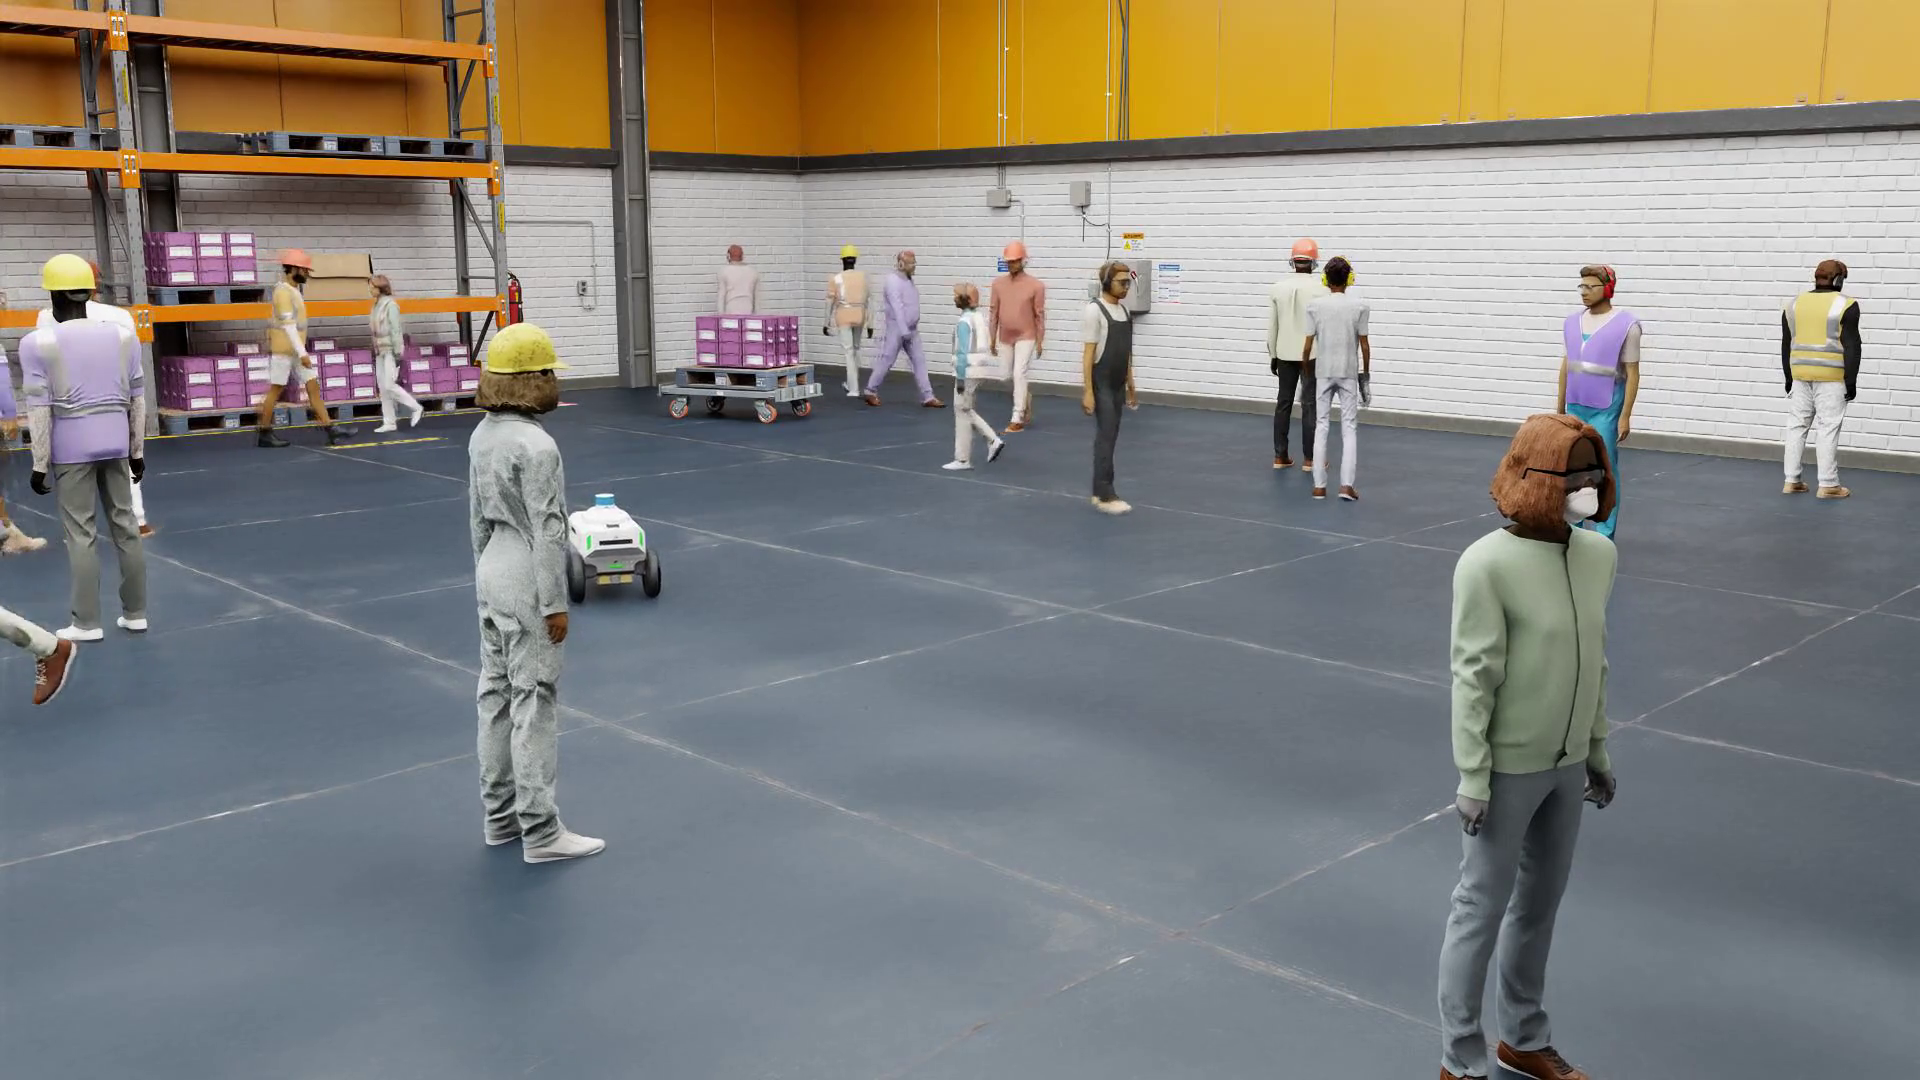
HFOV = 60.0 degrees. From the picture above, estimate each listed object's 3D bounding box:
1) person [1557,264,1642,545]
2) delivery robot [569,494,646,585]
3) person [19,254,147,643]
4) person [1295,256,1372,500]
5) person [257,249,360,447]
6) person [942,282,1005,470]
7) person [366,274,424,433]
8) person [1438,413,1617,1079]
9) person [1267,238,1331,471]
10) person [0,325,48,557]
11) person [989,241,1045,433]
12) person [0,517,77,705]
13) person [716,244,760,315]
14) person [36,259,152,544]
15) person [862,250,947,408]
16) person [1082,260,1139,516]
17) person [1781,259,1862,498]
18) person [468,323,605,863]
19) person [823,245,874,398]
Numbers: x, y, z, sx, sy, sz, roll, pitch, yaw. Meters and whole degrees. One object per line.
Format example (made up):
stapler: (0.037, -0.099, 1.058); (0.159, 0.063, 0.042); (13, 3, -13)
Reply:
person: (4.030, -0.818, 10.540); (0.372, 1.843, 0.570); (-6, 12, -28)
delivery robot: (-2.007, -0.018, 9.440); (0.477, 0.478, 0.707); (-4, 11, -20)
person: (-4.351, -0.449, 8.295); (0.355, 1.930, 0.587); (7, 12, 33)
person: (2.863, -1.216, 12.733); (0.582, 1.872, 0.416); (3, 11, 16)
person: (-6.313, -1.814, 15.866); (0.957, 1.876, 0.563); (-1, 10, -4)
person: (0.092, -1.403, 14.304); (0.438, 1.626, 0.530); (3, 11, 17)
person: (-5.838, -1.911, 17.078); (0.426, 1.622, 0.541); (-10, 15, -44)
person: (1.311, 0.523, 3.805); (0.501, 1.633, 0.279); (-7, 12, -33)
person: (2.948, -1.594, 14.353); (0.622, 1.997, 0.371); (8, 13, 37)
person: (-6.080, -0.819, 10.112); (0.615, 2.006, 1.026); (3, 11, 17)
person: (0.619, -2.122, 17.337); (0.612, 1.971, 0.762); (6, 12, 28)
person: (-4.091, -0.141, 6.849); (0.510, 1.847, 0.539); (9, 14, 41)
person: (-3.019, -3.040, 22.495); (0.650, 1.904, 0.401); (-8, 13, -36)
person: (-5.727, -0.913, 10.983); (0.594, 1.880, 0.363); (-5, 12, -27)
person: (-0.704, -2.477, 19.584); (1.025, 1.857, 0.628); (6, 12, 28)
person: (1.132, -1.105, 12.133); (0.454, 1.846, 0.531); (7, 13, 35)
person: (6.687, -1.248, 12.912); (0.429, 1.838, 0.622); (-6, 12, -29)
person: (-1.408, 0.170, 5.429); (0.313, 1.744, 0.487); (-9, 14, -41)
person: (-1.438, -2.757, 21.006); (0.591, 1.889, 0.918); (-5, 12, -28)
